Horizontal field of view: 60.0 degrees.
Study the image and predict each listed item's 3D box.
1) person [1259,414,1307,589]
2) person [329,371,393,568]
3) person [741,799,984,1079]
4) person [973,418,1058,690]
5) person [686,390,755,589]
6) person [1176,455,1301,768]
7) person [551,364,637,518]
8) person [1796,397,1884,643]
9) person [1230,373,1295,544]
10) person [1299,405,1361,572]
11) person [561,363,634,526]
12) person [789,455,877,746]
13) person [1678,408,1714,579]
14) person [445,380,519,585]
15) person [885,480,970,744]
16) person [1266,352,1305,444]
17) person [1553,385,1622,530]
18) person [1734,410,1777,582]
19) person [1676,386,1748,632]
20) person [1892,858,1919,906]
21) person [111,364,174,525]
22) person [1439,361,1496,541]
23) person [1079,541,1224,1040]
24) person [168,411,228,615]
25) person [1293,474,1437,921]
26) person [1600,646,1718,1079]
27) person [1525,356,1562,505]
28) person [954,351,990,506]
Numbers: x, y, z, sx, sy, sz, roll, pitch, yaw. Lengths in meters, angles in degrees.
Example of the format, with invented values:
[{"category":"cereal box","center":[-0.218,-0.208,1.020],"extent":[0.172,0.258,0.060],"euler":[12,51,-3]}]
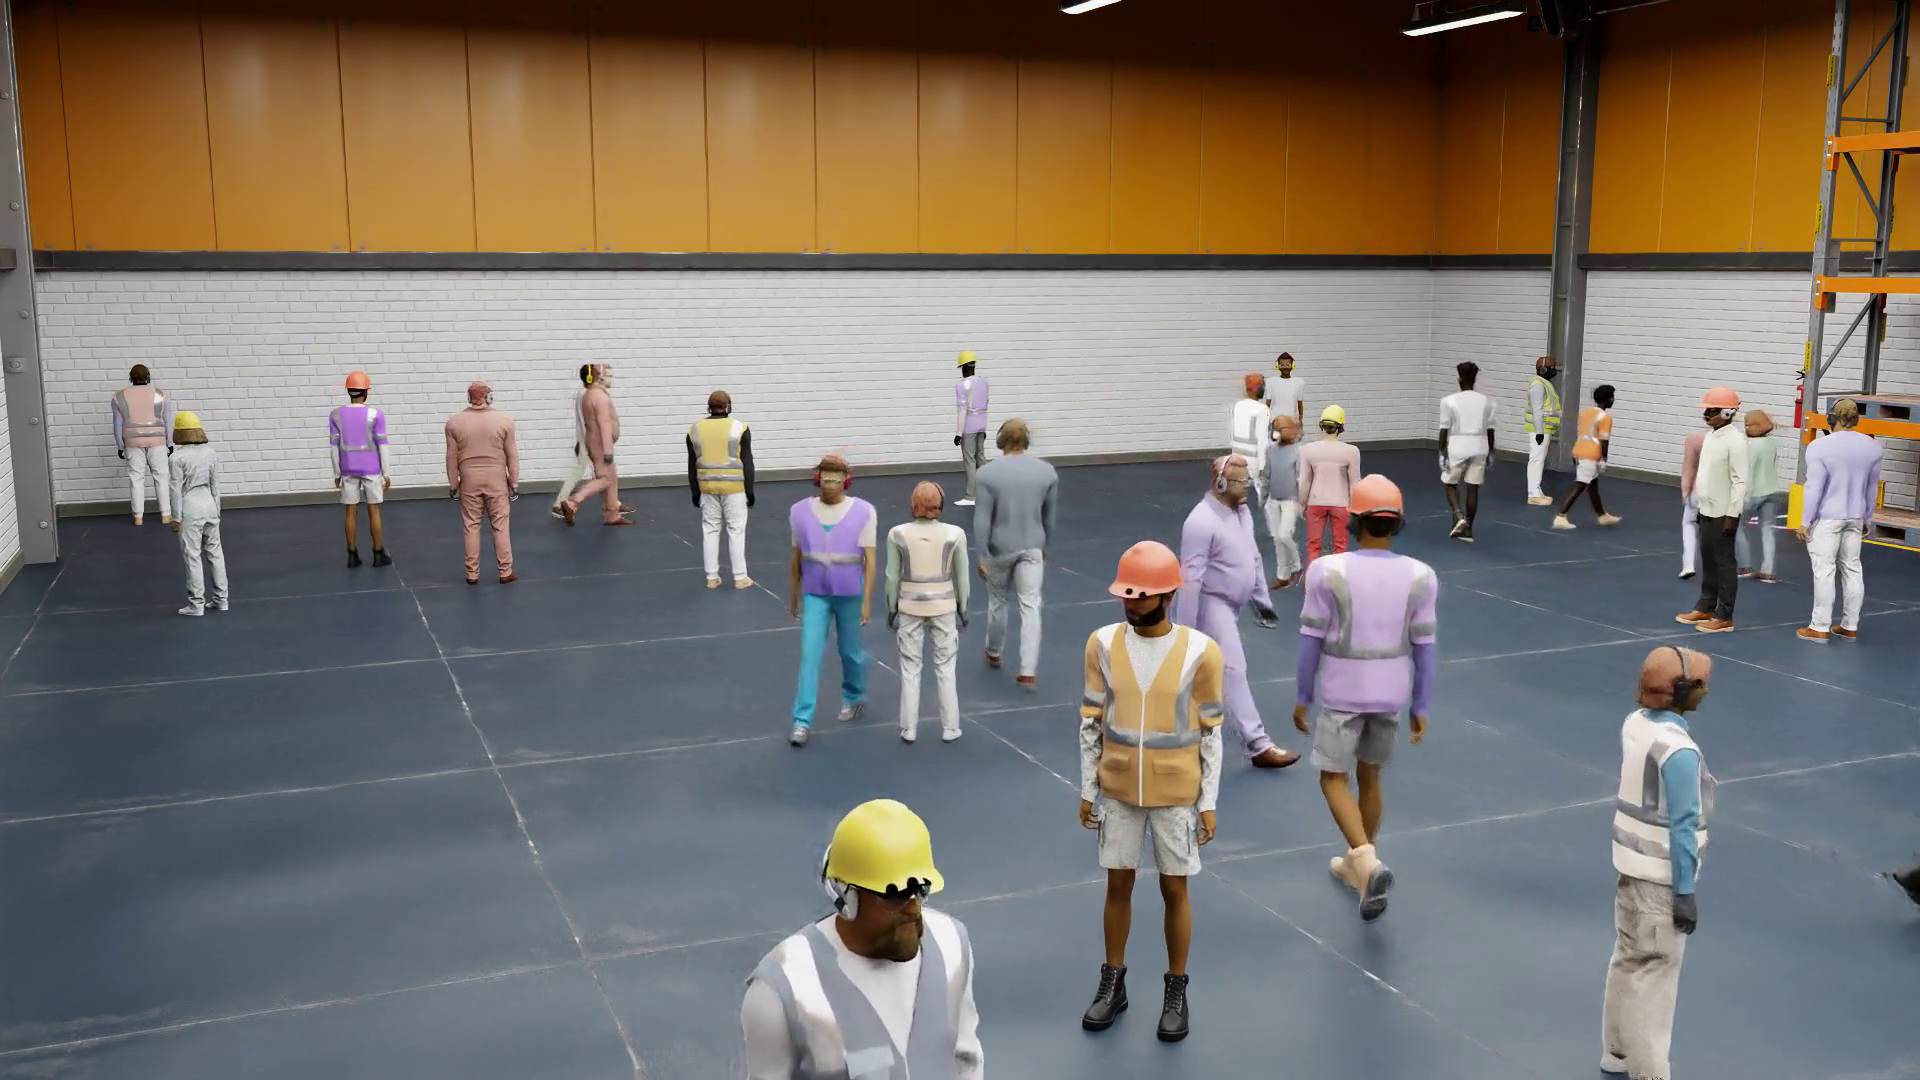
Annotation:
[{"category":"person","center":[2.941,-0.338,15.159],"extent":[0.355,1.619,0.521],"euler":[-7,11,-35]},{"category":"person","center":[-5.878,-0.692,16.349],"extent":[0.551,1.934,0.372],"euler":[0,9,-2]},{"category":"person","center":[-0.254,1.436,3.893],"extent":[0.604,1.805,0.843],"euler":[-7,12,-36]},{"category":"person","center":[0.385,0.076,11.884],"extent":[0.620,1.877,1.040],"euler":[-2,9,-9]},{"category":"person","center":[-2.179,-0.460,15.262],"extent":[0.631,1.835,0.429],"euler":[2,10,12]},{"category":"person","center":[1.587,0.407,9.948],"extent":[0.998,1.850,0.644],"euler":[5,11,29]},{"category":"person","center":[-4.375,-1.163,19.584],"extent":[0.999,1.823,0.514],"euler":[-2,10,-14]},{"category":"person","center":[6.892,-0.152,13.070],"extent":[0.633,1.938,0.356],"euler":[-1,9,-9]},{"category":"person","center":[3.122,-0.829,17.475],"extent":[0.951,1.832,0.606],"euler":[-6,11,-33]},{"category":"person","center":[3.202,-0.287,14.410],"extent":[0.533,1.768,0.310],"euler":[4,10,21]},{"category":"person","center":[-4.115,-1.057,18.759],"extent":[0.783,1.881,0.641],"euler":[-4,10,-24]},{"category":"person","center":[-0.812,0.350,10.524],"extent":[0.613,1.802,0.913],"euler":[1,9,7]},{"category":"person","center":[6.984,-0.460,15.495],"extent":[0.535,1.754,0.432],"euler":[2,10,15]},{"category":"person","center":[-4.430,-0.534,15.488],"extent":[0.654,1.904,0.406],"euler":[-1,9,-8]},{"category":"person","center":[-0.200,0.453,10.314],"extent":[0.522,1.638,0.310],"euler":[0,9,2]},{"category":"person","center":[4.104,-1.441,21.089],"extent":[0.514,1.872,0.328],"euler":[1,9,6]},{"category":"person","center":[7.091,-0.929,18.697],"extent":[0.865,1.632,0.536],"euler":[-1,9,-3]},{"category":"person","center":[7.460,-0.416,15.622],"extent":[0.565,1.616,0.513],"euler":[-6,11,-31]},{"category":"person","center":[6.134,-0.249,13.487],"extent":[0.393,1.995,0.612],"euler":[0,9,0]},{"category":"person","center":[4.494,0.826,7.215],"extent":[0.487,1.917,0.562],"euler":[2,10,10]},{"category":"person","center":[-9.334,-1.090,19.054],"extent":[0.625,1.844,0.429],"euler":[-4,10,-24]},{"category":"person","center":[5.430,-0.935,17.791],"extent":[0.622,1.953,0.513],"euler":[0,9,2]},{"category":"person","center":[0.718,0.955,6.372],"extent":[0.553,1.934,0.355],"euler":[3,10,19]},{"category":"person","center":[-6.510,-0.228,14.155],"extent":[0.333,1.734,0.480],"euler":[4,10,22]},{"category":"person","center":[1.864,0.713,7.586],"extent":[0.614,2.026,0.815],"euler":[-1,9,-7]},{"category":"person","center":[2.481,1.187,5.908],"extent":[0.310,1.626,0.570],"euler":[0,9,2]},{"category":"person","center":[7.250,-1.361,20.696],"extent":[0.429,1.844,0.626],"euler":[4,10,24]},{"category":"person","center":[0.122,-1.372,20.538],"extent":[0.398,1.914,0.589],"euler":[7,12,37]}]
